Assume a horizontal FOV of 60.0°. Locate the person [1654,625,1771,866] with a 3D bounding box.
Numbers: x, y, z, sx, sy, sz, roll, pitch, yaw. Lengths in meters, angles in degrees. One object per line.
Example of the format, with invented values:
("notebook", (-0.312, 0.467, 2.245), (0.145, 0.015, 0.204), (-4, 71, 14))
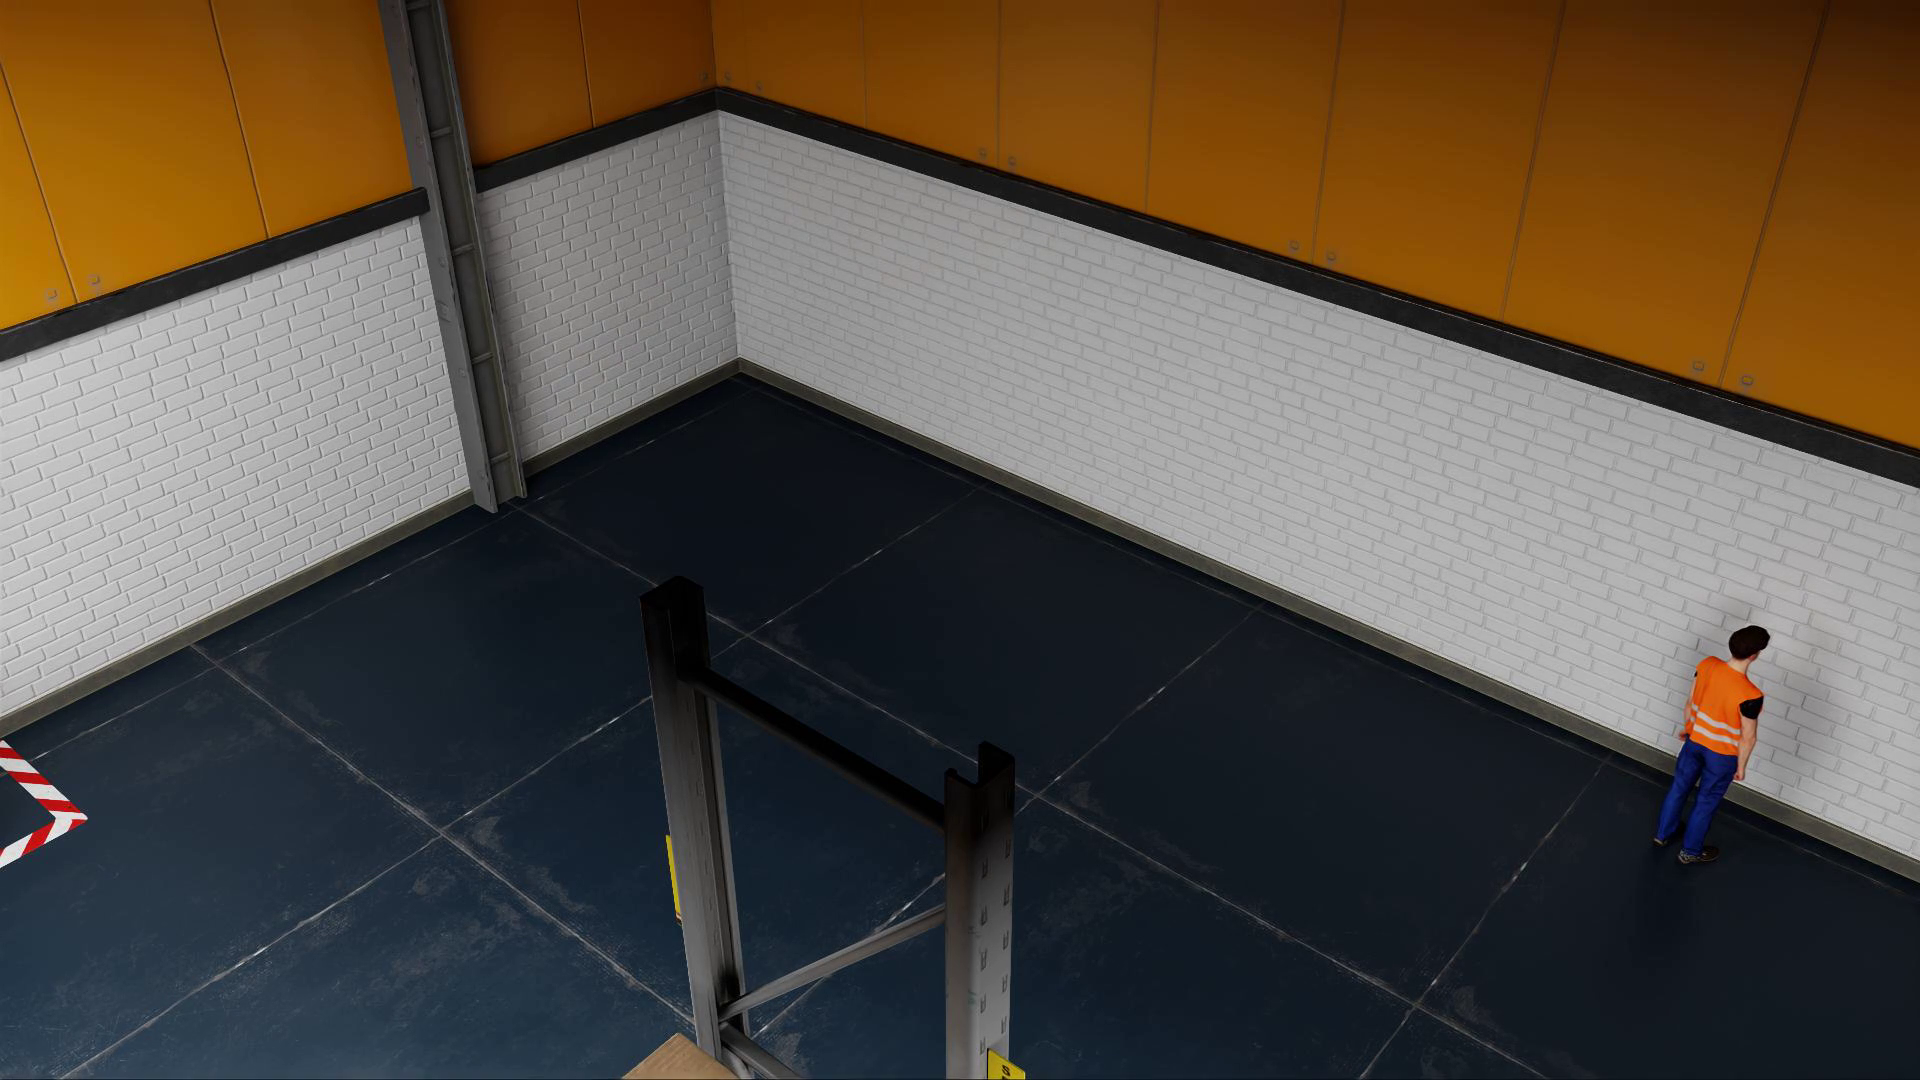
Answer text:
("person", (4.999, 1.356, 11.048), (0.760, 1.887, 0.775), (-17, 37, -23))
